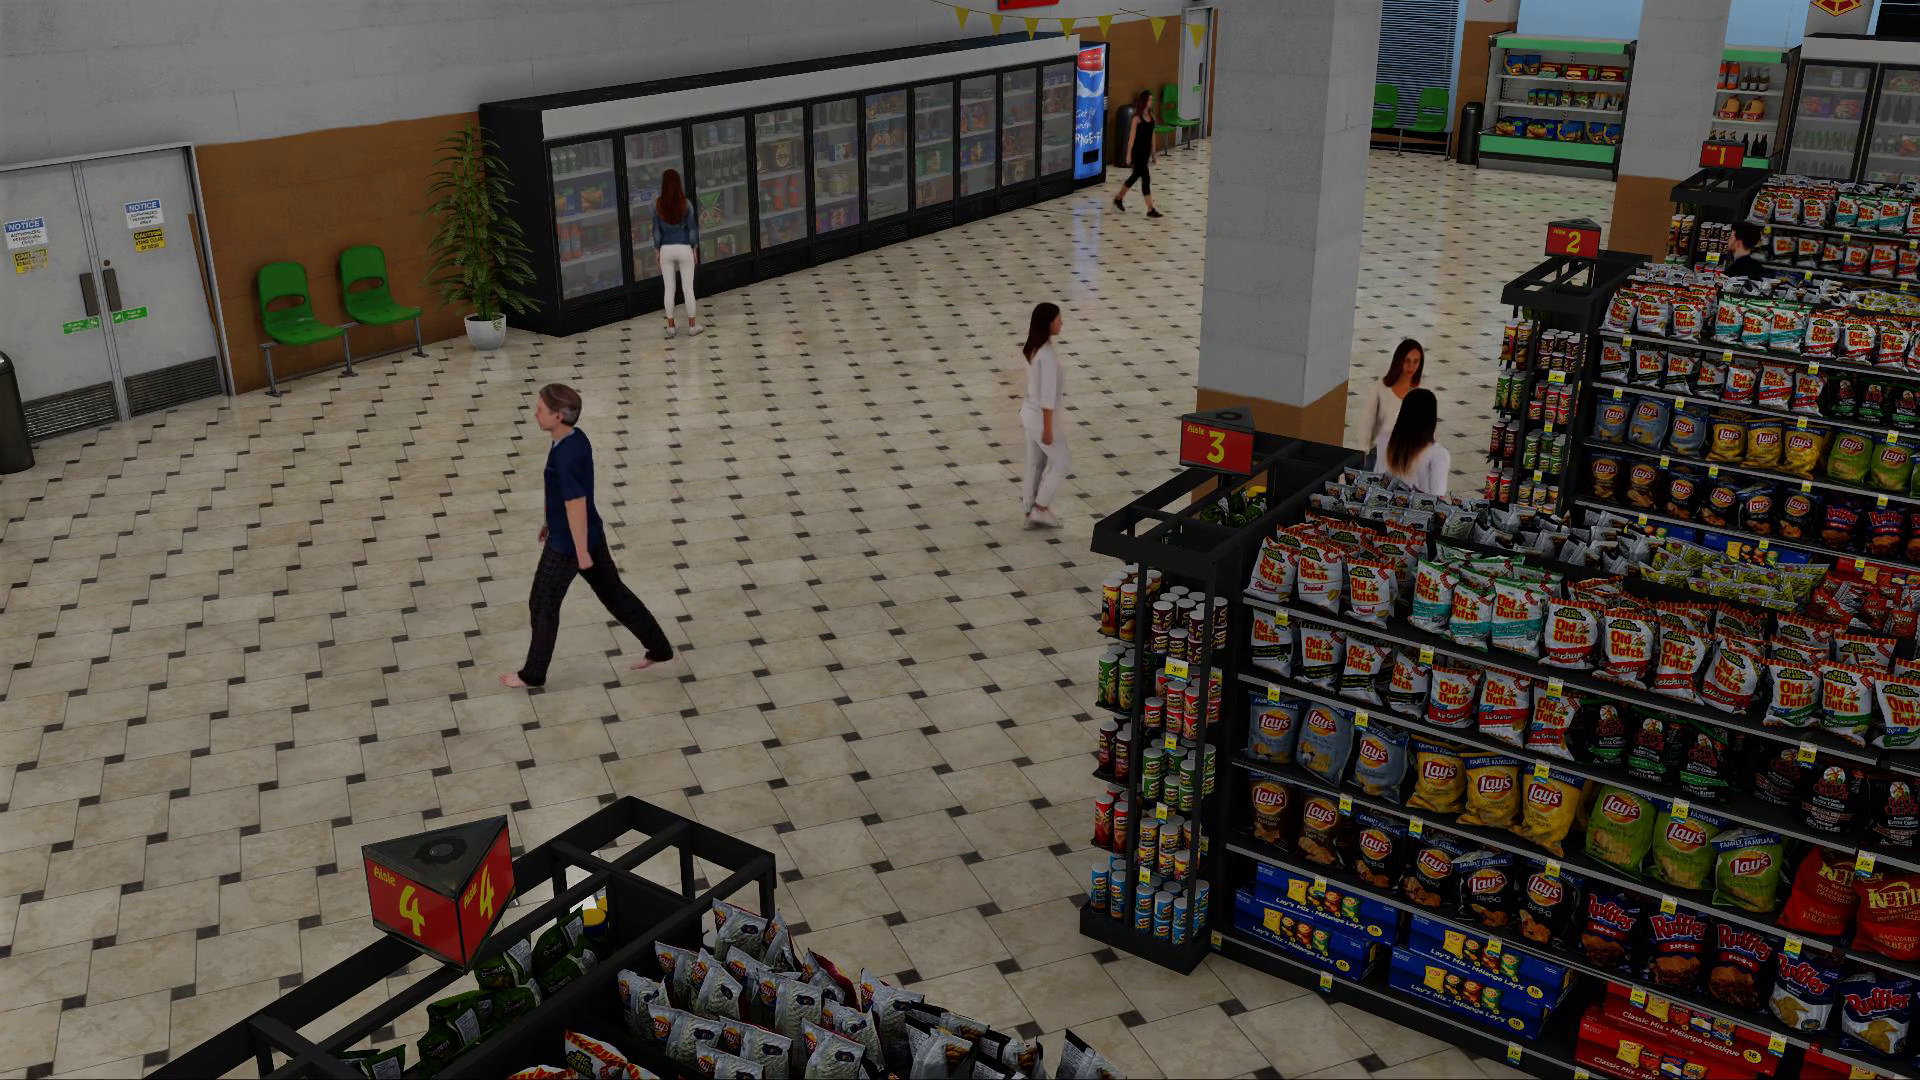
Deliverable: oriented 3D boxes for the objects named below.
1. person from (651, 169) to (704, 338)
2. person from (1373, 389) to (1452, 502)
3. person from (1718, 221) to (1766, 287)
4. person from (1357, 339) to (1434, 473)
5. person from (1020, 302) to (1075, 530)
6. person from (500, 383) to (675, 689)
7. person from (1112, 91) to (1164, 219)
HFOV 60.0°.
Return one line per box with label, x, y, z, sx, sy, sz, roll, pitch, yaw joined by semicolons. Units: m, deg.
person;-2.908;-2.934;17.035;0.643;1.702;0.749;1;22;1
person;2.624;-0.077;9.976;0.846;1.664;0.754;-17;28;-37
person;6.361;-1.624;13.566;0.837;1.858;1.248;-20;29;-40
person;2.901;-0.550;11.192;1.115;1.635;0.941;6;23;14
person;0.521;-0.857;11.896;0.805;1.680;0.728;-6;23;-14
person;-2.100;0.009;9.555;1.302;1.818;1.142;-1;22;-3
person;2.435;-5.319;22.996;1.221;1.684;0.716;20;30;41
